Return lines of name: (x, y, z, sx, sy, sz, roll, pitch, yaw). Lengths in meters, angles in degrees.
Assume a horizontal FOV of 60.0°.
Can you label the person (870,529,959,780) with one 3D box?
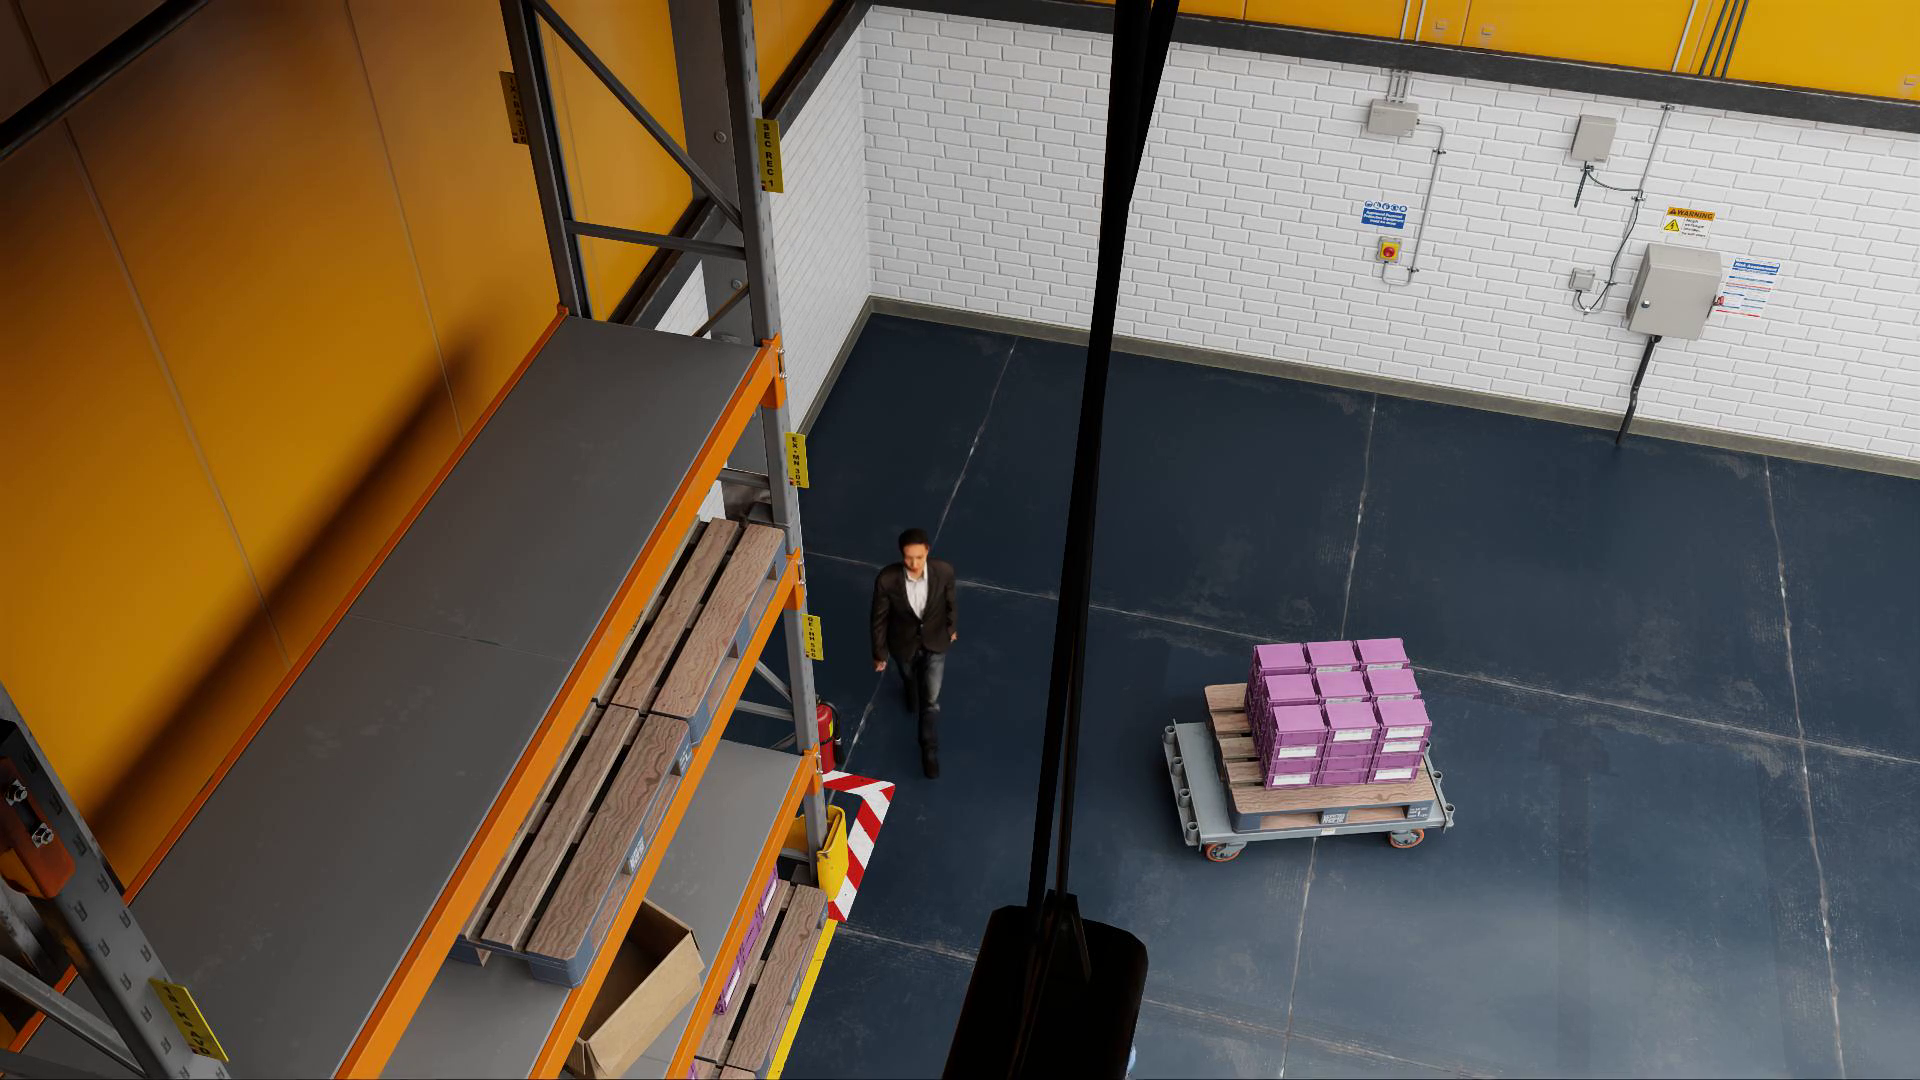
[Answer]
person: (-0.286, 0.558, 10.418, 0.992, 1.758, 1.258, -4, 44, -4)
